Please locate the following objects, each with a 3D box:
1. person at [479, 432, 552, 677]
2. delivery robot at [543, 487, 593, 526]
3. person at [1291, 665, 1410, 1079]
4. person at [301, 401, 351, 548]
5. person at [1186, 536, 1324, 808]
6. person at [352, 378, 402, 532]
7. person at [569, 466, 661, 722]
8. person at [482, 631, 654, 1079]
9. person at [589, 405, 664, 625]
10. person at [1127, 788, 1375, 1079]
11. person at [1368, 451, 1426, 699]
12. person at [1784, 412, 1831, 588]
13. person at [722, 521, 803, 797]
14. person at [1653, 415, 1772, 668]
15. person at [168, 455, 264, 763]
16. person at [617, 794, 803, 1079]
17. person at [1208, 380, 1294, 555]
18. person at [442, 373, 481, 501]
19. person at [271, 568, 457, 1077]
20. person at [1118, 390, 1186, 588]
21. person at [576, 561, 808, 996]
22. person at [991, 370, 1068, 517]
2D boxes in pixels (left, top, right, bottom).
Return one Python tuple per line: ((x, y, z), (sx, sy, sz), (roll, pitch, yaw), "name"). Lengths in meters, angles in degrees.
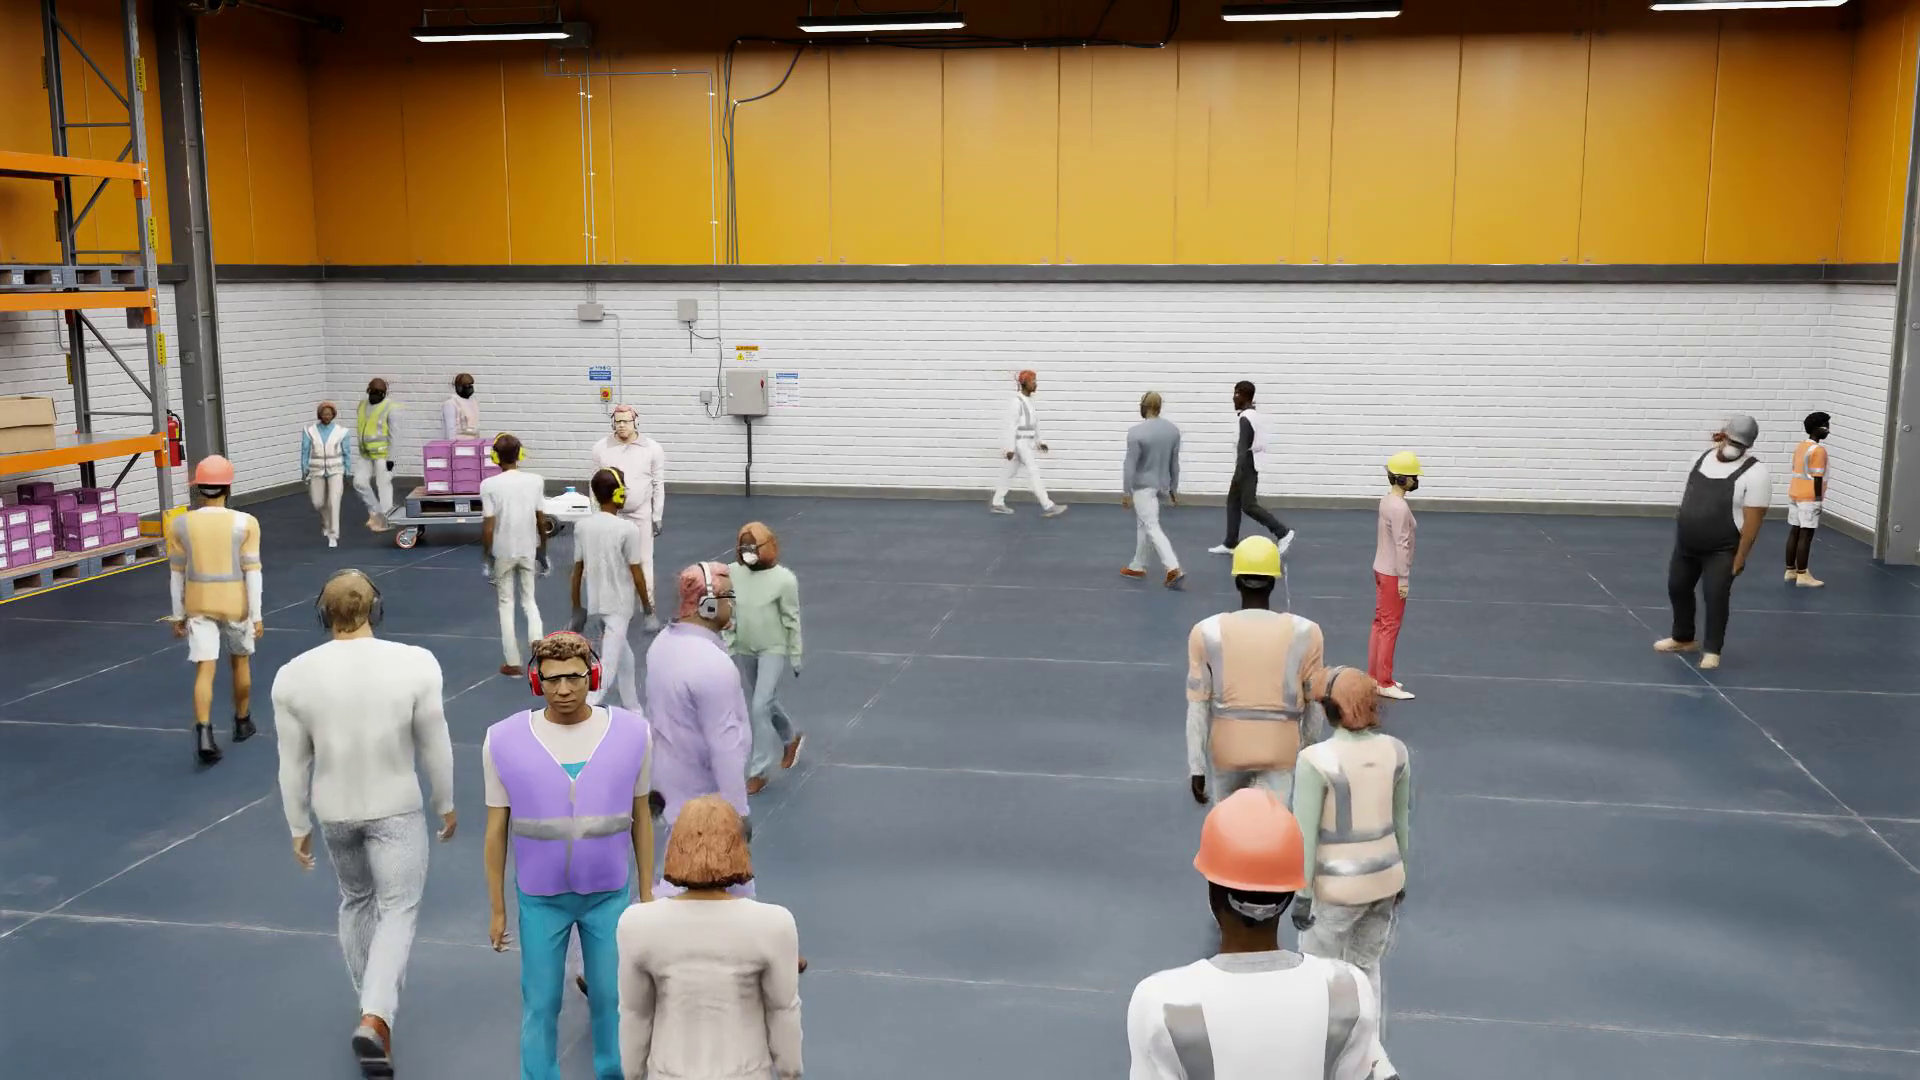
((-3.291, 0.124, 12.386), (0.544, 1.854, 0.480), (-6, 11, -34), "person")
((-4.483, -0.372, 19.182), (0.707, 0.478, 0.477), (-1, 9, -4), "delivery robot")
((1.437, 1.266, 6.014), (0.559, 1.619, 0.444), (-5, 11, -30), "person")
((-7.024, -0.743, 18.468), (0.526, 1.616, 0.549), (-2, 9, -15), "person")
((1.304, 0.914, 7.373), (0.592, 1.879, 0.969), (2, 9, 12), "person")
((-6.788, -0.983, 19.373), (0.637, 1.812, 0.464), (4, 10, 25), "person")
((-2.214, 0.456, 10.435), (0.513, 1.831, 0.973), (7, 11, 35), "person")
((-1.324, 1.206, 5.688), (0.570, 1.845, 0.380), (-3, 10, -19), "person")
((-2.858, -0.209, 14.280), (0.642, 1.909, 0.410), (-1, 9, -5), "person")
((0.612, 1.491, 3.637), (0.545, 1.938, 0.361), (-2, 9, -11), "person")
((3.131, 0.244, 11.904), (0.327, 1.767, 0.533), (0, 9, 1), "person")
((8.213, -0.400, 16.103), (0.322, 1.699, 0.536), (1, 9, 6), "person")
((-1.126, 0.653, 9.875), (0.490, 1.599, 0.755), (5, 10, 28), "person")
((5.751, -0.032, 12.768), (0.536, 2.000, 0.822), (-5, 10, -27), "person")
((-4.660, 0.416, 10.435), (0.553, 1.903, 0.941), (-2, 9, -12), "person")
((-0.681, 1.500, 4.556), (0.505, 1.626, 0.287), (0, 9, 1), "person")
((3.127, -0.761, 17.765), (0.842, 1.894, 0.594), (2, 9, 12), "person")
((-6.024, -1.128, 20.294), (0.732, 1.807, 0.642), (3, 10, 18), "person")
((-2.294, 1.065, 6.392), (0.637, 1.911, 0.881), (-1, 9, -4), "person")
((1.890, -0.499, 16.104), (0.640, 1.908, 0.959), (-7, 11, -37), "person")
((-1.118, 1.012, 6.833), (0.962, 1.870, 0.647), (-4, 10, -23), "person")
((0.828, -1.198, 20.714), (1.033, 1.824, 0.577), (3, 10, 16), "person")
